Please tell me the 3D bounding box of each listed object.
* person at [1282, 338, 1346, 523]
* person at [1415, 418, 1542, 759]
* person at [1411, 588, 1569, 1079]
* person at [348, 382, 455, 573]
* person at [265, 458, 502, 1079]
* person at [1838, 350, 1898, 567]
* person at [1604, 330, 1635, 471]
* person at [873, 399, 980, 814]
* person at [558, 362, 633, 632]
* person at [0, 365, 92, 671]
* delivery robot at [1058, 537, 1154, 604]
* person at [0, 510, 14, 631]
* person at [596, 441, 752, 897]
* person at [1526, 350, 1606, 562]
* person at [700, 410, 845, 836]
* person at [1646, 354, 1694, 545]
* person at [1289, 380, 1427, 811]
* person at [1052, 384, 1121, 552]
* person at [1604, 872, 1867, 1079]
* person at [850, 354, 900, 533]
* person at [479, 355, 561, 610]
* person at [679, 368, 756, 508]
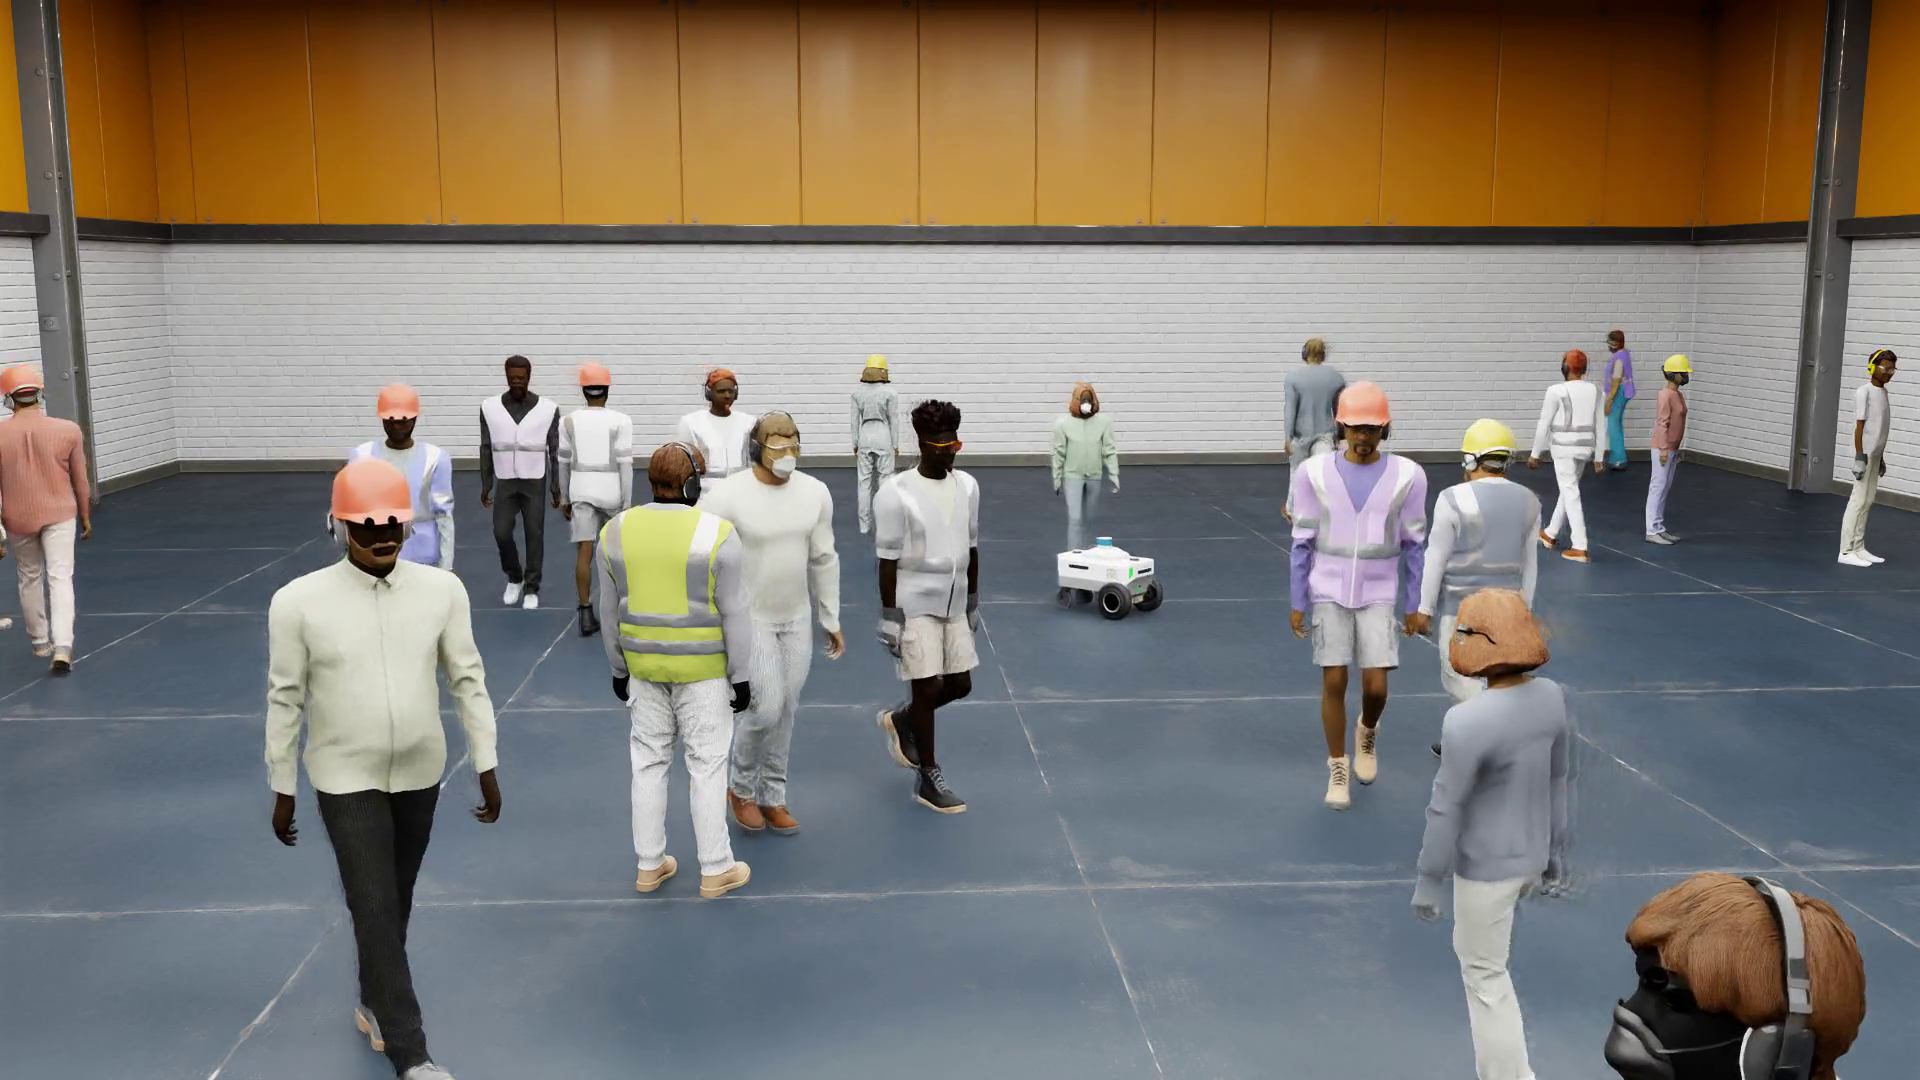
[{"bbox_3d":[3.463,-1.037,16.366,0.655,1.881,1.039,-1,9,-6],"label":"person"},{"bbox_3d":[2.575,0.308,8.173,0.599,1.806,0.775,-4,10,-24],"label":"person"},{"bbox_3d":[1.504,0.936,4.769,0.522,1.617,0.352,-7,12,-39],"label":"person"},{"bbox_3d":[-3.058,0.094,9.133,0.566,1.920,0.434,-2,9,-13],"label":"person"},{"bbox_3d":[-1.713,0.726,5.078,0.651,1.942,0.995,-8,12,-40],"label":"person"},{"bbox_3d":[7.865,-0.709,14.365,0.533,1.863,0.317,-8,12,-41],"label":"person"},{"bbox_3d":[8.467,-1.792,21.387,0.387,1.804,0.667,4,10,25],"label":"person"},{"bbox_3d":[-0.190,0.291,7.876,0.607,1.940,0.633,-8,12,-40],"label":"person"},{"bbox_3d":[-2.587,-0.319,11.864,0.560,1.878,1.051,0,9,1],"label":"person"},{"bbox_3d":[-5.878,-0.138,10.611,0.603,1.945,1.039,-5,10,-27],"label":"person"},{"bbox_3d":[1.074,0.221,12.330,0.707,0.478,0.477,8,12,39],"label":"delivery robot"},{"bbox_3d":[-6.856,-0.314,11.360,0.619,2.027,0.690,4,10,24],"label":"person"},{"bbox_3d":[-1.124,0.521,6.711,0.636,1.842,0.429,3,9,16],"label":"person"},{"bbox_3d":[5.362,-0.770,14.822,0.583,1.836,0.968,-3,10,-19],"label":"person"},{"bbox_3d":[-0.831,0.378,7.347,0.642,1.919,0.448,-8,12,-40],"label":"person"},{"bbox_3d":[6.620,-0.843,15.507,0.327,1.769,0.525,7,11,37],"label":"person"},{"bbox_3d":[1.853,0.255,7.806,0.616,2.021,0.518,2,9,14],"label":"person"},{"bbox_3d":[1.053,-0.472,13.699,0.519,1.602,0.763,-2,9,-15],"label":"person"},{"bbox_3d":[0.851,1.276,1.961,0.429,1.846,0.633,4,10,23],"label":"person"},{"bbox_3d":[-0.812,-0.928,16.148,0.485,1.734,0.321,3,9,17],"label":"person"},{"bbox_3d":[-3.280,-0.428,12.452,0.615,1.907,0.454,-1,9,-8],"label":"person"},{"bbox_3d":[-1.575,-0.225,11.332,0.613,1.856,0.745,-6,11,-32],"label":"person"}]
